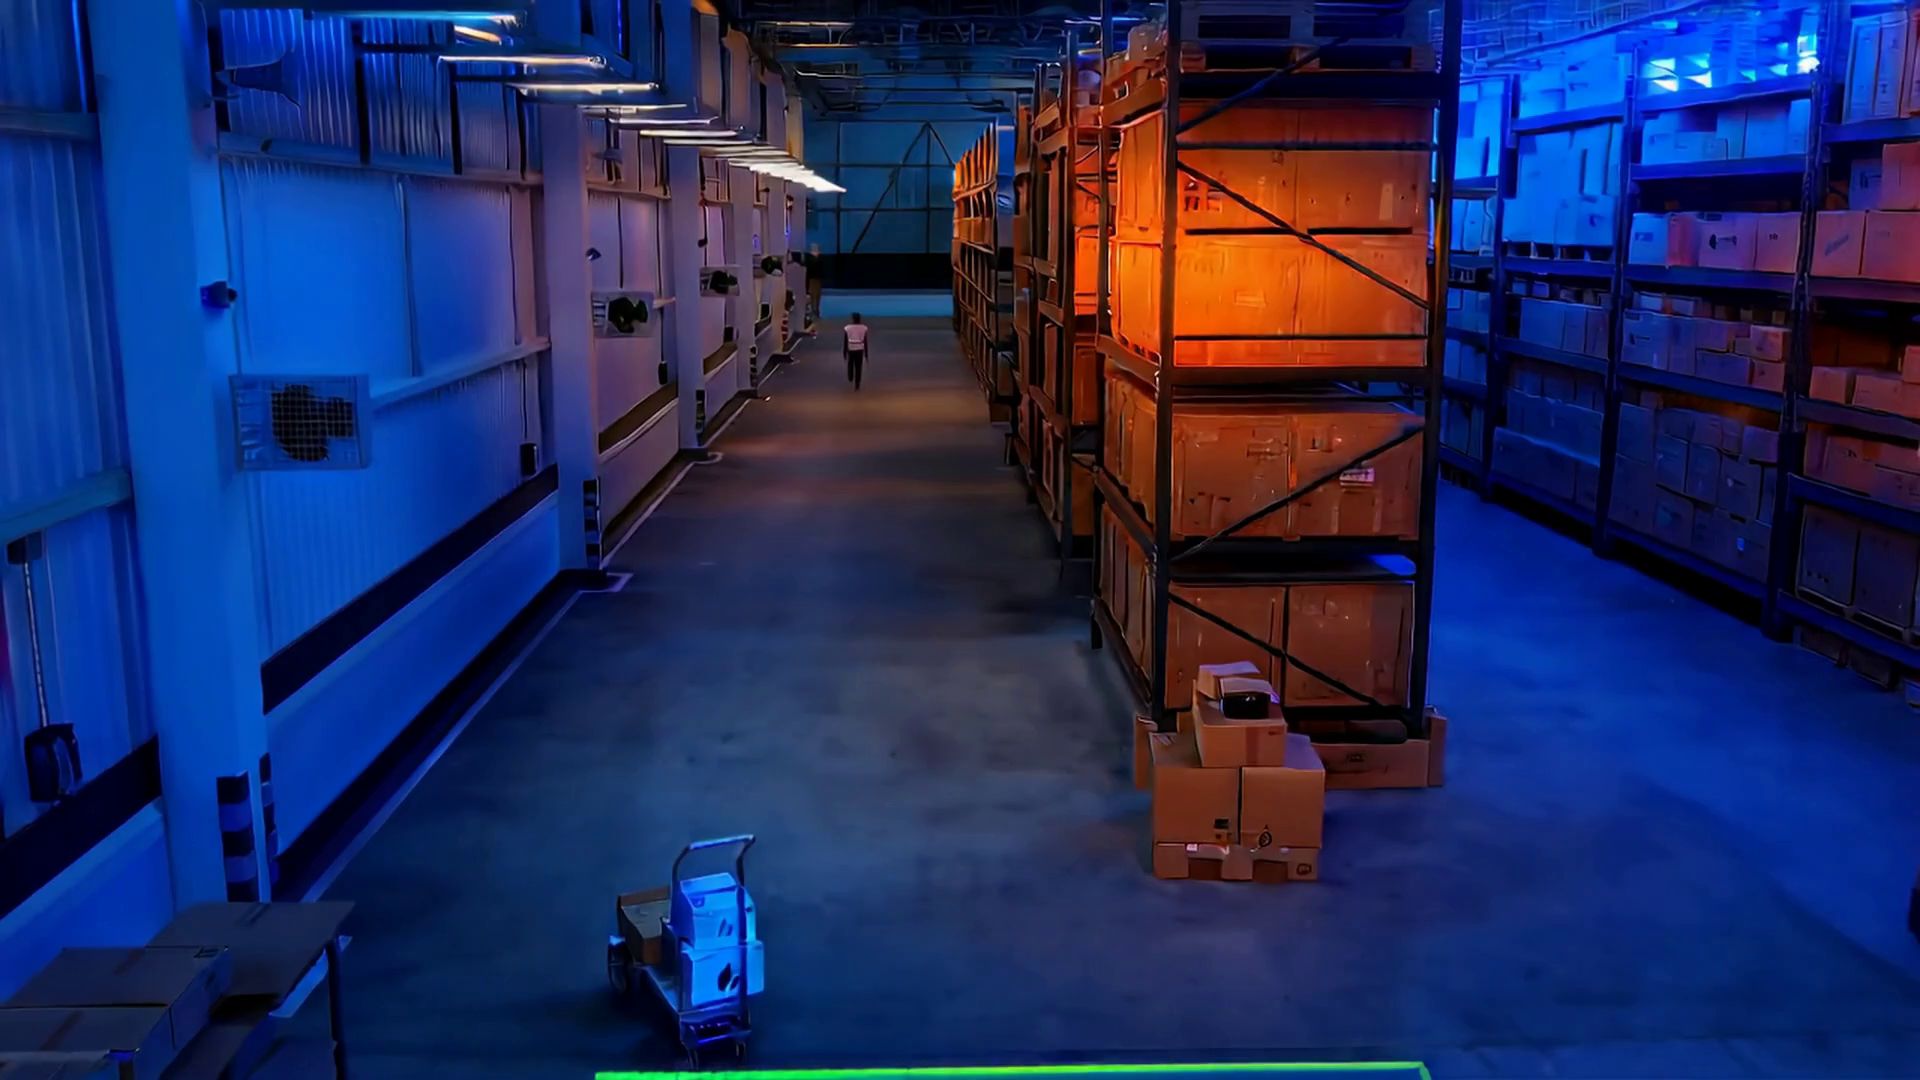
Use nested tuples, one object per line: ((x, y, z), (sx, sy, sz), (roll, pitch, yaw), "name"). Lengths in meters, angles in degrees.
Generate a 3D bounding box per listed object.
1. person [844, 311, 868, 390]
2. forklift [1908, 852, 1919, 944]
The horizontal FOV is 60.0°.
((-2.519, -4.582, 40.246), (0.593, 1.898, 0.467), (-2, 11, -10), "person")
((5.943, 1.051, 8.379), (1.129, 2.768, 1.873), (0, 11, -2), "forklift")
